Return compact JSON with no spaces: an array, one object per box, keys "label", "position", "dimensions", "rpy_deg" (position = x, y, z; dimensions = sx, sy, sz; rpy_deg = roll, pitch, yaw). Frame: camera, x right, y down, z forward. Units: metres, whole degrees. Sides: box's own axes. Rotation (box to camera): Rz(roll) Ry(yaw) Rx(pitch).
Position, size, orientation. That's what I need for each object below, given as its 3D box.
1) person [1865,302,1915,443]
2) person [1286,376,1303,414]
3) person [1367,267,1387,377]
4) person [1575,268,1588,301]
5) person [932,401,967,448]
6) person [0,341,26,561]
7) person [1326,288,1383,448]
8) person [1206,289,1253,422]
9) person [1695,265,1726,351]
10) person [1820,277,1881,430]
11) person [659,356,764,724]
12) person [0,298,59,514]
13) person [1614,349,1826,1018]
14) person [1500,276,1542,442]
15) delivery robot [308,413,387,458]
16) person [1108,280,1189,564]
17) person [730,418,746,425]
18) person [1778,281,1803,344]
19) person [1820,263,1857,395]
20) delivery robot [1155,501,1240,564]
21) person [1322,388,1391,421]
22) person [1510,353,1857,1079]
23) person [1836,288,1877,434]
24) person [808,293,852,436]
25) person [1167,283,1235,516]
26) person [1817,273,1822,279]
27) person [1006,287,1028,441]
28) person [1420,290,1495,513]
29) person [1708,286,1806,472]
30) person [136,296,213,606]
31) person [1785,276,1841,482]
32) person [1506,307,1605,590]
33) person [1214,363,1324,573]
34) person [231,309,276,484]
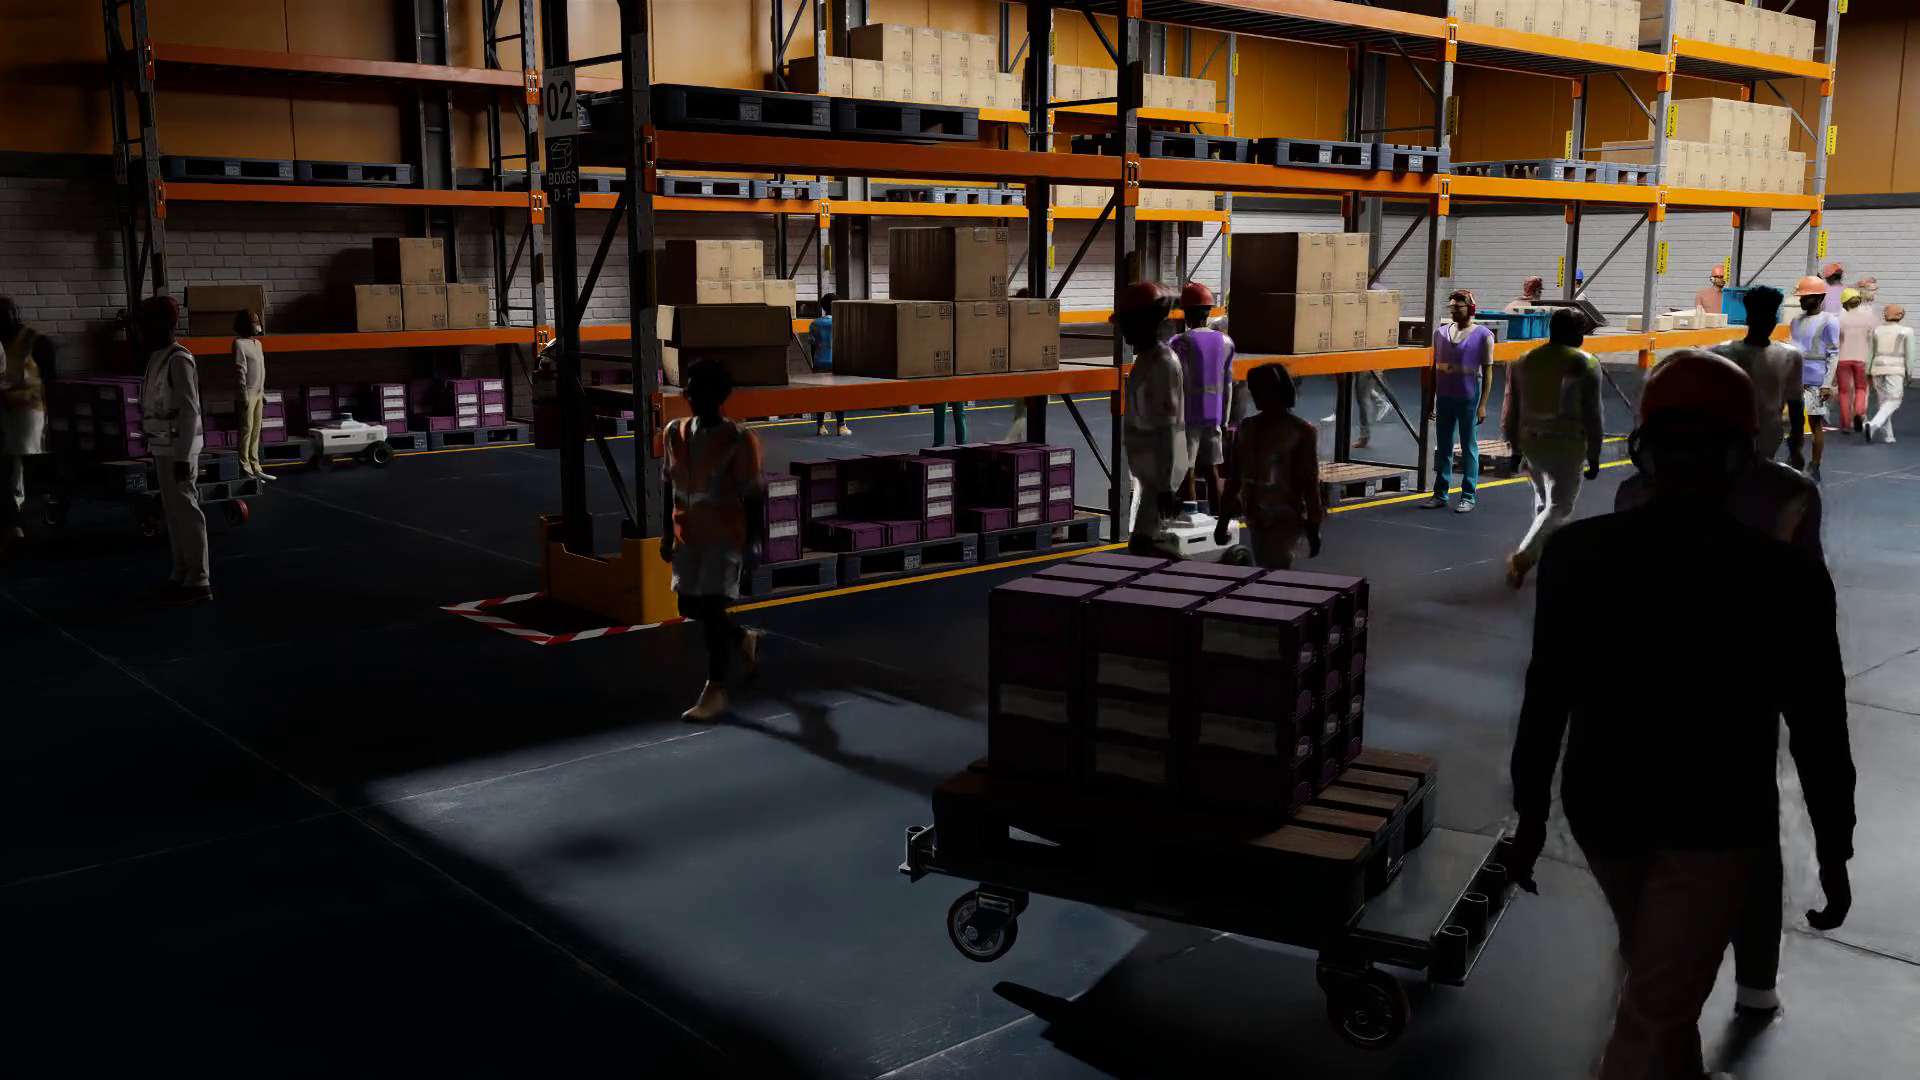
[{"label":"person","position":[10.451,-1.872,18.776],"dimensions":[0.646,1.613,0.528],"rpy_deg":[-6,11,-29]},{"label":"person","position":[3.415,-1.798,17.453],"dimensions":[0.406,1.911,0.639],"rpy_deg":[-4,10,-22]},{"label":"person","position":[7.225,-3.833,29.275],"dimensions":[0.635,1.939,0.359],"rpy_deg":[7,12,37]},{"label":"person","position":[9.147,-3.073,24.799],"dimensions":[0.405,1.946,0.610],"rpy_deg":[2,10,10]},{"label":"person","position":[-0.126,-1.617,16.833],"dimensions":[0.522,1.761,0.322],"rpy_deg":[5,11,26]},{"label":"person","position":[-6.941,-0.865,11.603],"dimensions":[0.987,2.000,0.683],"rpy_deg":[6,11,32]},{"label":"person","position":[4.321,-1.892,18.093],"dimensions":[0.646,1.887,1.031],"rpy_deg":[4,11,23]},{"label":"person","position":[2.709,-1.596,16.486],"dimensions":[0.587,1.835,0.404],"rpy_deg":[-5,11,-26]},{"label":"person","position":[10.982,-2.997,24.214],"dimensions":[0.613,1.997,0.374],"rpy_deg":[0,10,1]},{"label":"person","position":[10.926,-2.274,20.341],"dimensions":[0.676,1.879,0.658],"rpy_deg":[6,11,32]},{"label":"person","position":[-1.117,-0.028,7.753],"dimensions":[0.539,1.679,0.630],"rpy_deg":[6,11,31]},{"label":"person","position":[-7.645,-1.048,13.418],"dimensions":[0.647,1.786,0.977],"rpy_deg":[1,10,9]},{"label":"person","position":[2.214,0.376,4.882],"dimensions":[0.643,1.853,1.008],"rpy_deg":[2,10,9]},{"label":"person","position":[6.433,-2.026,18.835],"dimensions":[0.395,1.899,0.637],"rpy_deg":[-6,12,-33]},{"label":"delivery robot","position":[-6.117,-1.027,16.621],"dimensions":[0.707,0.478,0.477],"rpy_deg":[-8,12,-38]},{"label":"person","position":[1.114,-0.360,8.776],"dimensions":[0.745,2.008,0.706],"rpy_deg":[-1,10,-3]},{"label":"person","position":[-1.687,-0.783,12.314],"dimensions":[0.279,1.633,0.501],"rpy_deg":[-4,10,-21]},{"label":"person","position":[12.550,-3.021,24.980],"dimensions":[0.548,1.789,0.612],"rpy_deg":[-7,12,-34]},{"label":"person","position":[12.959,-3.082,24.693],"dimensions":[0.661,2.010,0.416],"rpy_deg":[6,12,33]},{"label":"delivery robot","position":[1.465,-0.006,10.643],"dimensions":[0.707,0.478,0.477],"rpy_deg":[-9,13,-42]},{"label":"person","position":[5.094,-2.353,21.266],"dimensions":[0.785,1.718,0.488],"rpy_deg":[3,10,19]},{"label":"person","position":[1.531,0.576,3.522],"dimensions":[1.085,1.925,0.650],"rpy_deg":[-9,13,-42]},{"label":"person","position":[10.602,-2.116,19.772],"dimensions":[0.556,1.742,0.456],"rpy_deg":[4,11,24]},{"label":"person","position":[-1.530,-2.068,19.667],"dimensions":[0.533,1.692,0.319],"rpy_deg":[4,10,20]},{"label":"person","position":[1.678,-0.861,11.888],"dimensions":[0.553,1.933,0.371],"rpy_deg":[-5,11,-27]},{"label":"person","position":[13.516,-3.316,26.452],"dimensions":[0.521,1.870,0.319],"rpy_deg":[9,13,44]},{"label":"person","position":[0.554,-1.622,16.686],"dimensions":[0.577,1.832,0.809],"rpy_deg":[7,12,34]},{"label":"person","position":[4.159,-1.150,13.853],"dimensions":[0.390,1.842,0.565],"rpy_deg":[-9,13,-41]},{"label":"person","position":[4.991,-0.612,10.433],"dimensions":[0.618,1.921,0.977],"rpy_deg":[1,10,3]},{"label":"person","position":[-4.827,-0.544,10.186],"dimensions":[0.347,1.882,0.584],"rpy_deg":[-8,12,-39]},{"label":"person","position":[7.969,-1.508,15.671],"dimensions":[0.358,1.936,0.552],"rpy_deg":[-3,10,-19]},{"label":"person","position":[3.757,-0.571,10.600],"dimensions":[0.830,1.816,0.642],"rpy_deg":[-7,12,-36]},{"label":"person","position":[1.471,-0.061,8.182],"dimensions":[0.803,1.597,0.534],"rpy_deg":[-6,11,-32]},{"label":"person","position":[-6.643,-1.346,15.606],"dimensions":[0.285,1.634,0.499],"rpy_deg":[0,10,0]}]
